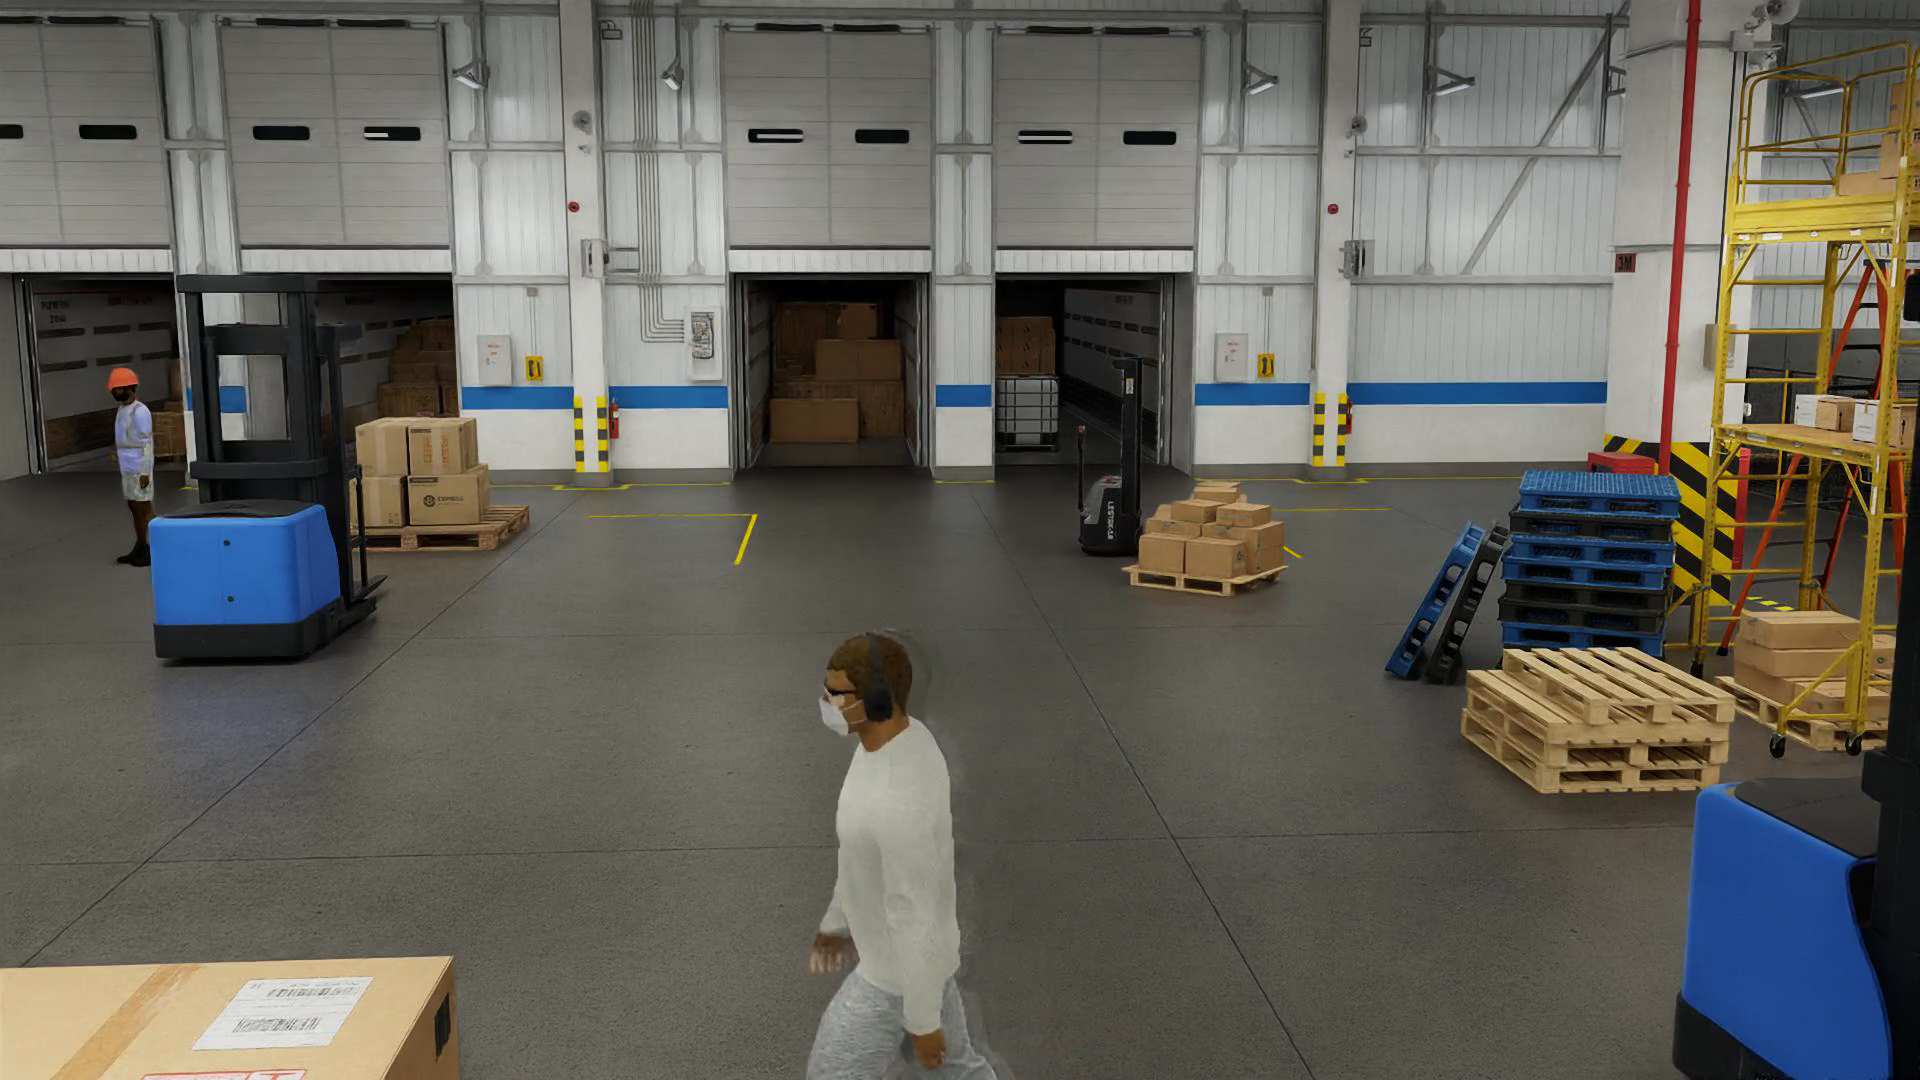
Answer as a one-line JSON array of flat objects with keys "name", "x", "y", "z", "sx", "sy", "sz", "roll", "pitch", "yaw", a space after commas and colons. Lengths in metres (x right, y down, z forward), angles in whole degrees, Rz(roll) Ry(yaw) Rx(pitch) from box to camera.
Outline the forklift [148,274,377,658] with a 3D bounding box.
[{"name": "forklift", "x": -5.348, "y": -0.627, "z": 12.681, "sx": 1.129, "sy": 2.768, "sz": 1.873, "roll": -1, "pitch": 9, "yaw": -4}]

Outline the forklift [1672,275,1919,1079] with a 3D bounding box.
[{"name": "forklift", "x": 3.148, "y": 0.622, "z": 4.840, "sx": 1.129, "sy": 2.768, "sz": 1.873, "roll": -2, "pitch": 9, "yaw": -10}]

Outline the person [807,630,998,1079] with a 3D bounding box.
[{"name": "person", "x": -0.180, "y": 1.165, "z": 4.579, "sx": 1.038, "sy": 1.890, "sz": 0.649, "roll": 0, "pitch": 9, "yaw": 0}]

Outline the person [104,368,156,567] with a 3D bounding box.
[{"name": "person", "x": -8.029, "y": -0.703, "z": 16.121, "sx": 0.552, "sy": 1.932, "sz": 0.377, "roll": 8, "pitch": 12, "yaw": 41}]

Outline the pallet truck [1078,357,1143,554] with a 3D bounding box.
[{"name": "pallet truck", "x": 2.088, "y": -0.836, "z": 16.757, "sx": 1.885, "sy": 1.965, "sz": 0.823, "roll": 2, "pitch": 9, "yaw": 13}]
